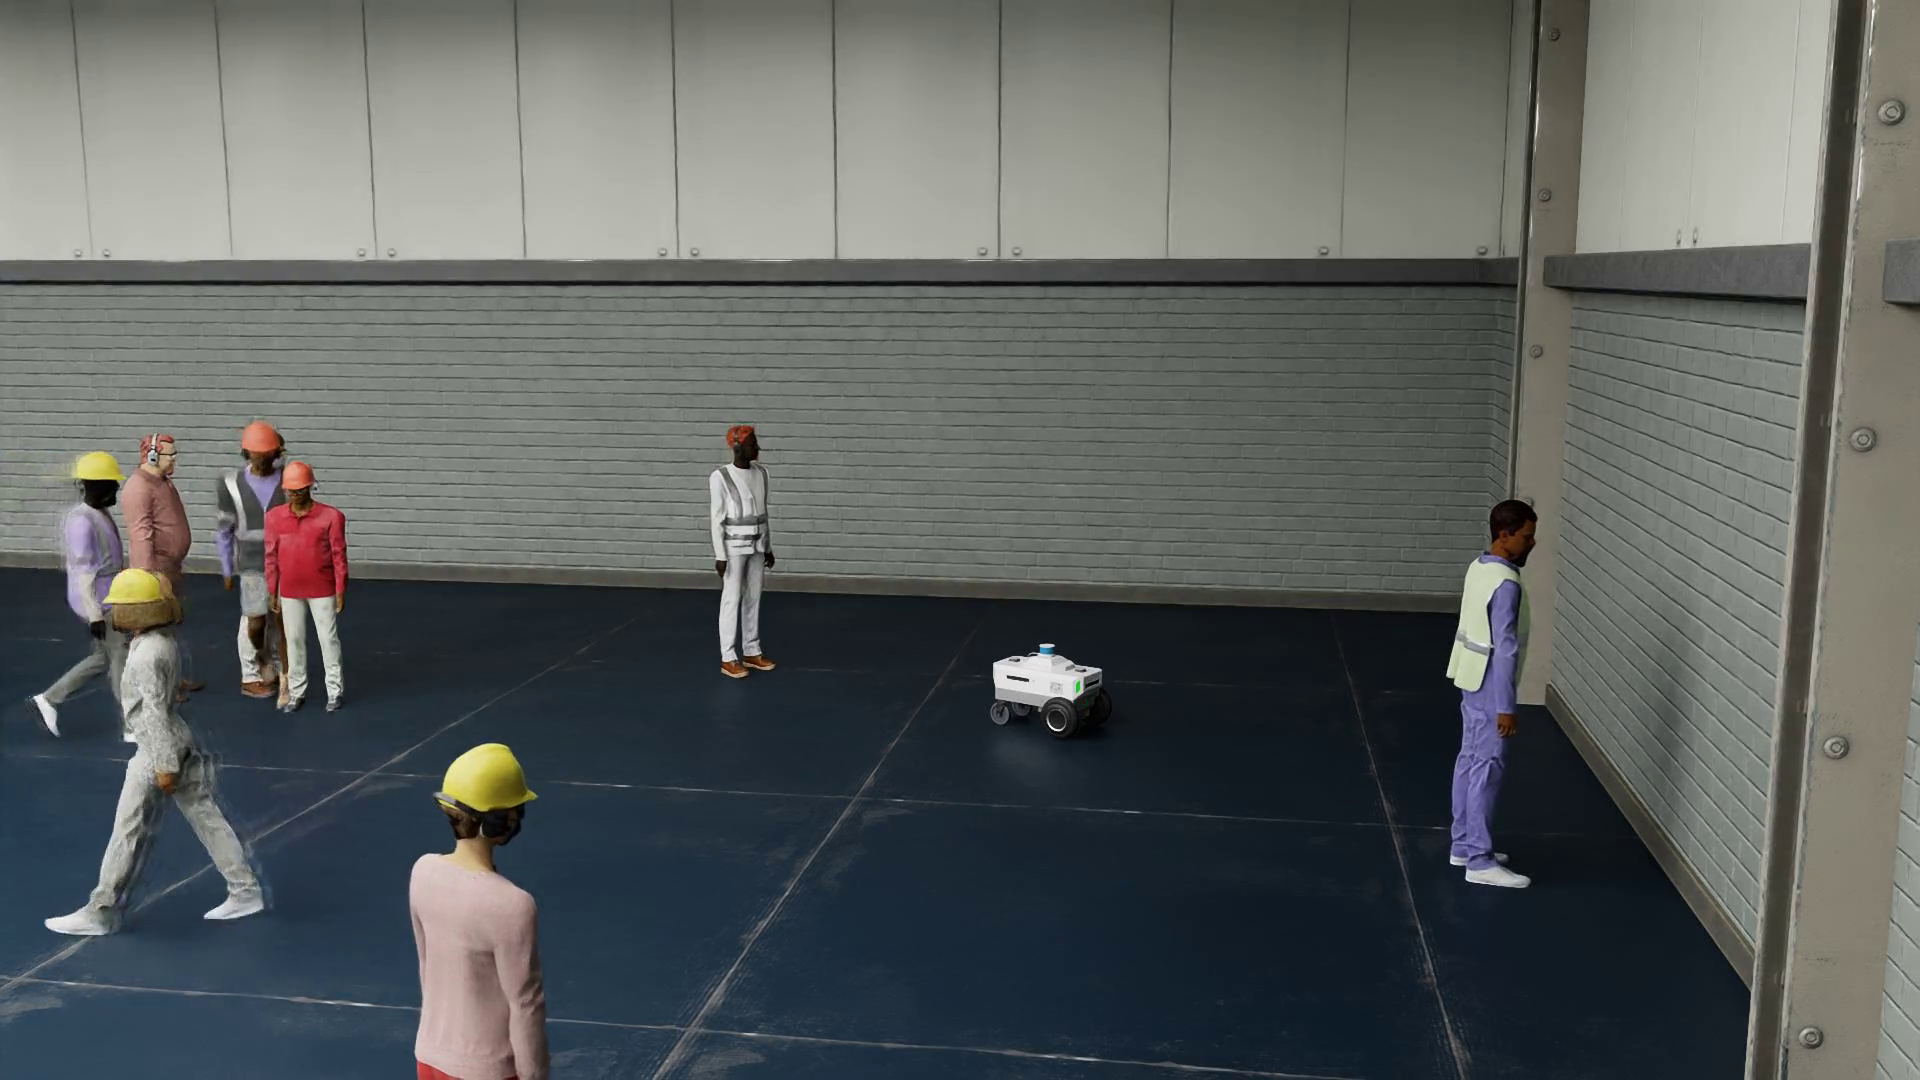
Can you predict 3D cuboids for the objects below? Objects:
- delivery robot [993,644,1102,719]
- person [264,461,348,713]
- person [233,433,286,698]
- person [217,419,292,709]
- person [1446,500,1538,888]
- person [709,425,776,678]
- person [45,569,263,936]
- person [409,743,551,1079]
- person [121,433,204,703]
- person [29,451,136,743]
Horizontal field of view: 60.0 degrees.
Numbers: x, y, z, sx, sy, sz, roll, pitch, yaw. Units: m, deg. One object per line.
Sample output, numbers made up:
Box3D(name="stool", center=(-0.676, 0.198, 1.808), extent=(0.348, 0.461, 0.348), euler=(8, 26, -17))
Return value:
Box3D(name="delivery robot", center=(0.575, 0.932, 11.030), extent=(0.707, 0.478, 0.477), euler=(6, 11, 35))
Box3D(name="person", center=(-4.487, 0.322, 11.414), extent=(0.563, 1.746, 0.348), euler=(0, 9, -2))
Box3D(name="person", center=(-4.948, 0.160, 11.893), extent=(0.389, 1.925, 0.625), euler=(3, 10, 19))
Box3D(name="person", center=(-4.809, 0.152, 11.601), extent=(0.632, 2.026, 0.644), euler=(-4, 10, -22))
Box3D(name="person", center=(2.638, 0.747, 8.283), extent=(0.398, 1.913, 0.590), euler=(1, 9, 3))
Box3D(name="person", center=(-1.623, 0.078, 12.499), extent=(0.345, 1.882, 0.584), euler=(7, 11, 36))
Box3D(name="person", center=(-3.701, 0.963, 7.626), extent=(0.922, 1.686, 0.498), euler=(-2, 9, -14))
Box3D(name="person", center=(-1.304, 1.424, 4.595), extent=(0.522, 1.759, 0.350), euler=(7, 12, 37))
Box3D(name="person", center=(-5.618, 0.199, 11.715), extent=(0.399, 1.900, 0.643), euler=(-1, 9, -9))
Box3D(name="person", center=(-5.520, 0.378, 10.596), extent=(0.796, 1.904, 0.598), euler=(-3, 10, -18))
